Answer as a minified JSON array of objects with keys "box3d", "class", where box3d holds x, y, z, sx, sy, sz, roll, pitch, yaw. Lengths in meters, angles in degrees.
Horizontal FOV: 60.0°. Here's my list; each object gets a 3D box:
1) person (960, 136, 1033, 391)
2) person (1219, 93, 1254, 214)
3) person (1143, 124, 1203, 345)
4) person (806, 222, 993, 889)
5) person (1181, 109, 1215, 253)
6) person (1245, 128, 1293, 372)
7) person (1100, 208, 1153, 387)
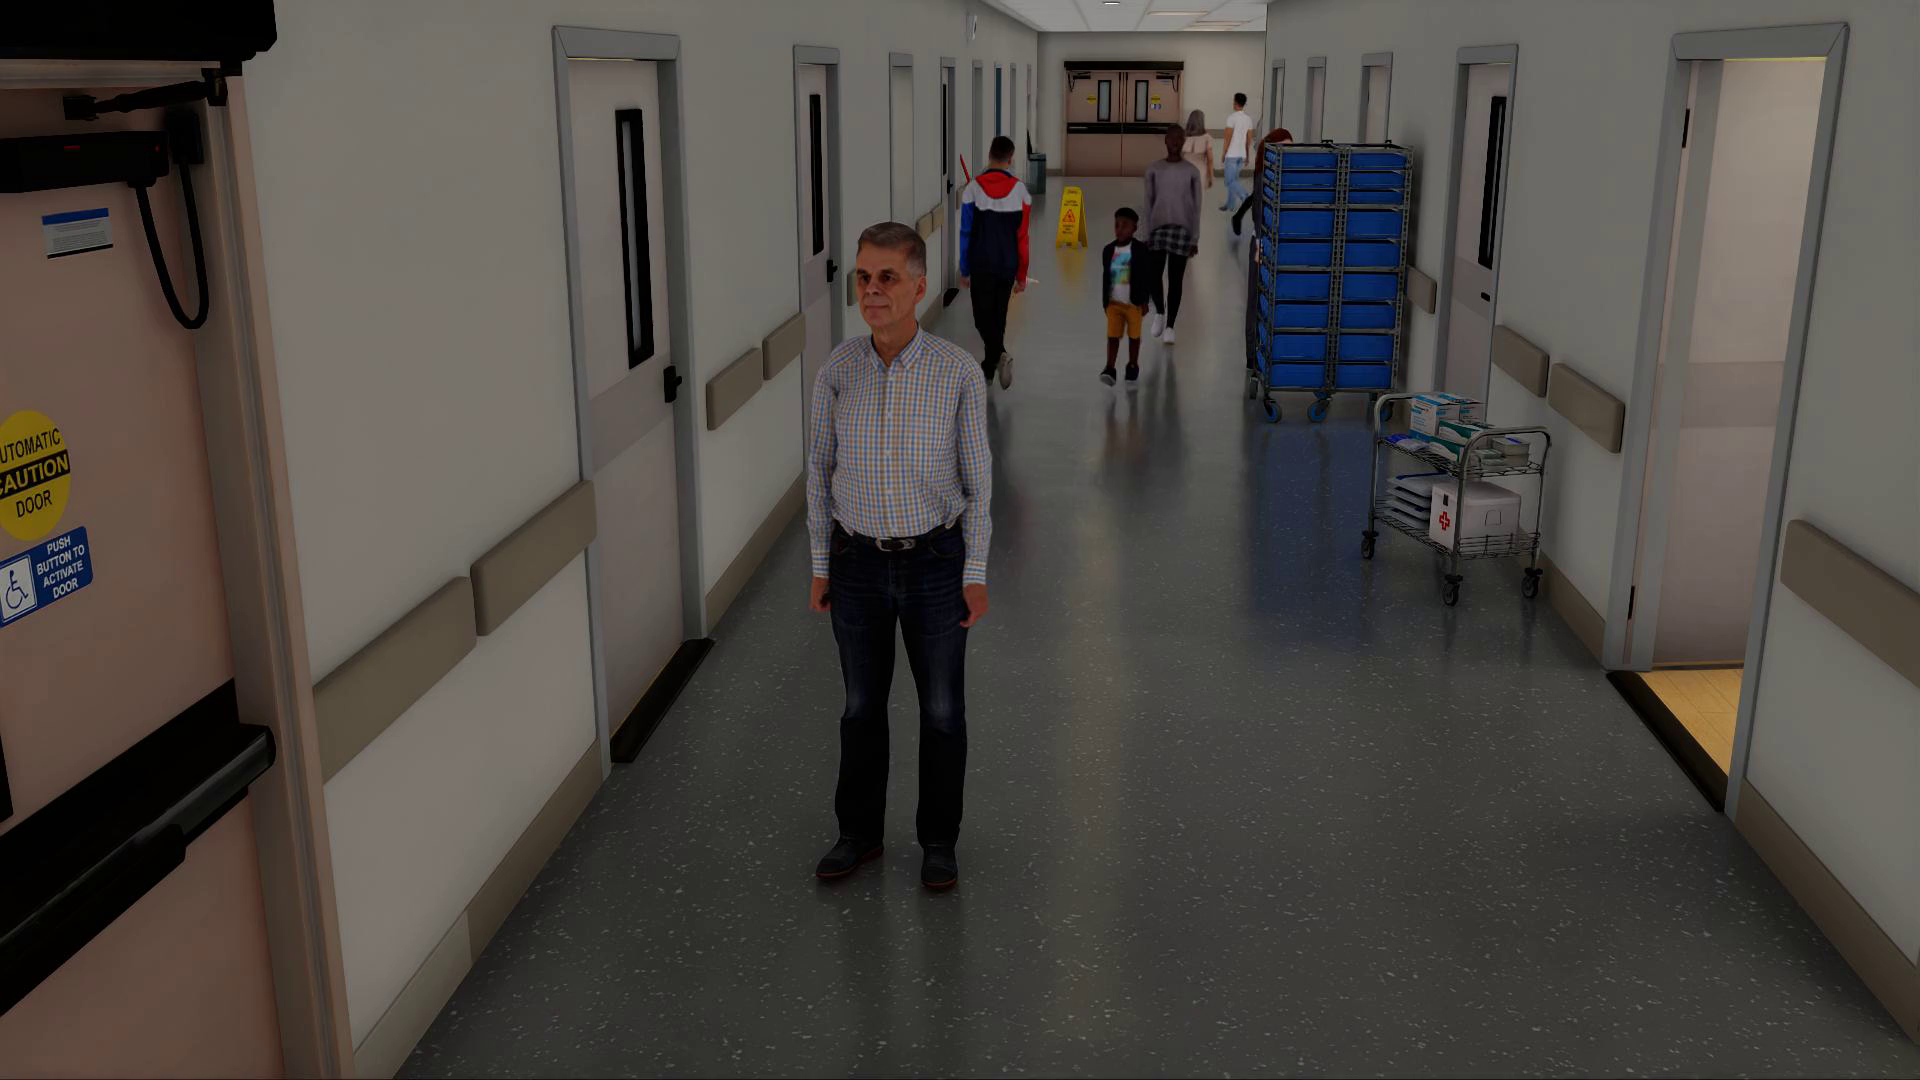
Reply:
[{"box3d":[0.263,-1.864,11.461,0.845,1.728,1.117,-4,16,-13],"class":"person"},{"box3d":[4.340,-5.986,25.880,1.096,1.838,1.174,-12,20,-36],"class":"person"},{"box3d":[1.731,-2.512,13.689,0.633,1.766,0.642,2,16,7],"class":"person"},{"box3d":[-0.160,0.055,4.486,0.683,1.819,0.592,3,16,12],"class":"person"},{"box3d":[2.860,-4.395,20.461,0.711,1.715,0.902,5,16,16],"class":"person"},{"box3d":[2.328,-2.177,12.471,0.711,1.782,0.630,15,22,43],"class":"person"},{"box3d":[1.206,-1.723,11.852,0.664,1.244,0.897,5,17,18],"class":"person"}]
